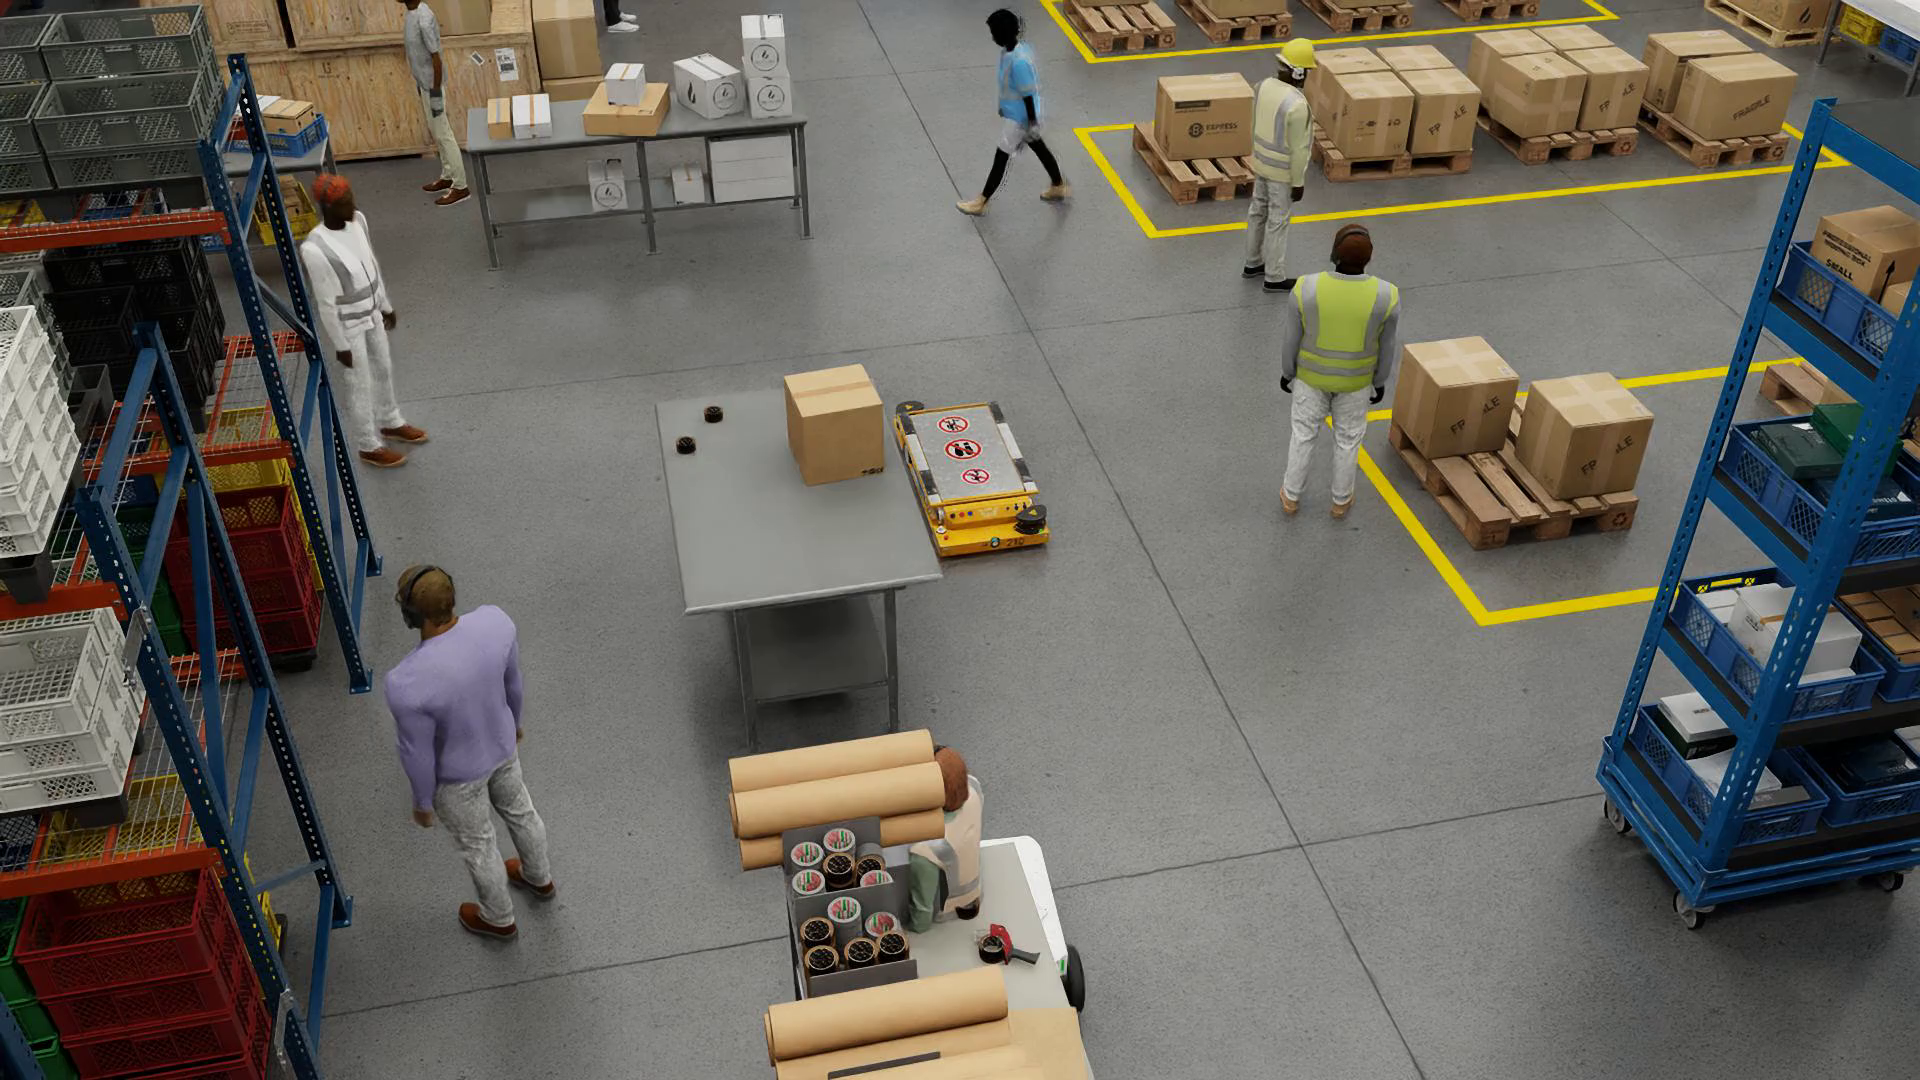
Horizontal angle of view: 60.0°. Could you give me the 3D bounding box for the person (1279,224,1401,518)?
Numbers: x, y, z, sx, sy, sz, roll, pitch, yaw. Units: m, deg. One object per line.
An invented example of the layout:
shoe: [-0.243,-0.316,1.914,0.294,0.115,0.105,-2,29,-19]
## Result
person: [2.138,-0.948,9.496,0.630,1.846,0.429,7,37,9]

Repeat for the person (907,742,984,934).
person: [-0.054,1.432,6.475,0.314,1.631,0.523,14,39,18]

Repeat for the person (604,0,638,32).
person: [-3.415,-5.902,16.104,0.388,1.911,0.592,-9,38,-12]

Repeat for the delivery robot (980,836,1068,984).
delivery robot: [0.231,1.591,7.081,0.477,0.478,0.707,-5,37,-7]

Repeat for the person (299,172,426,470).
person: [-3.607,-1.313,9.957,0.349,1.881,0.578,9,38,12]

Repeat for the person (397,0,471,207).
person: [-4.150,-3.541,12.955,0.322,1.876,0.531,-19,41,-23]

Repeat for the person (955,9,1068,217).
person: [0.432,-3.301,12.836,0.923,1.625,0.581,-4,37,-5]

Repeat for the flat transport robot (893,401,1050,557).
flat transport robot: [0.046,-0.430,10.108,0.652,0.197,1.431,-8,37,-10]

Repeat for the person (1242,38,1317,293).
person: [2.277,-2.649,11.801,0.404,1.823,0.586,-14,39,-18]

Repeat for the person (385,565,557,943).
person: [-2.036,0.900,6.936,0.359,1.936,0.636,20,41,25]
